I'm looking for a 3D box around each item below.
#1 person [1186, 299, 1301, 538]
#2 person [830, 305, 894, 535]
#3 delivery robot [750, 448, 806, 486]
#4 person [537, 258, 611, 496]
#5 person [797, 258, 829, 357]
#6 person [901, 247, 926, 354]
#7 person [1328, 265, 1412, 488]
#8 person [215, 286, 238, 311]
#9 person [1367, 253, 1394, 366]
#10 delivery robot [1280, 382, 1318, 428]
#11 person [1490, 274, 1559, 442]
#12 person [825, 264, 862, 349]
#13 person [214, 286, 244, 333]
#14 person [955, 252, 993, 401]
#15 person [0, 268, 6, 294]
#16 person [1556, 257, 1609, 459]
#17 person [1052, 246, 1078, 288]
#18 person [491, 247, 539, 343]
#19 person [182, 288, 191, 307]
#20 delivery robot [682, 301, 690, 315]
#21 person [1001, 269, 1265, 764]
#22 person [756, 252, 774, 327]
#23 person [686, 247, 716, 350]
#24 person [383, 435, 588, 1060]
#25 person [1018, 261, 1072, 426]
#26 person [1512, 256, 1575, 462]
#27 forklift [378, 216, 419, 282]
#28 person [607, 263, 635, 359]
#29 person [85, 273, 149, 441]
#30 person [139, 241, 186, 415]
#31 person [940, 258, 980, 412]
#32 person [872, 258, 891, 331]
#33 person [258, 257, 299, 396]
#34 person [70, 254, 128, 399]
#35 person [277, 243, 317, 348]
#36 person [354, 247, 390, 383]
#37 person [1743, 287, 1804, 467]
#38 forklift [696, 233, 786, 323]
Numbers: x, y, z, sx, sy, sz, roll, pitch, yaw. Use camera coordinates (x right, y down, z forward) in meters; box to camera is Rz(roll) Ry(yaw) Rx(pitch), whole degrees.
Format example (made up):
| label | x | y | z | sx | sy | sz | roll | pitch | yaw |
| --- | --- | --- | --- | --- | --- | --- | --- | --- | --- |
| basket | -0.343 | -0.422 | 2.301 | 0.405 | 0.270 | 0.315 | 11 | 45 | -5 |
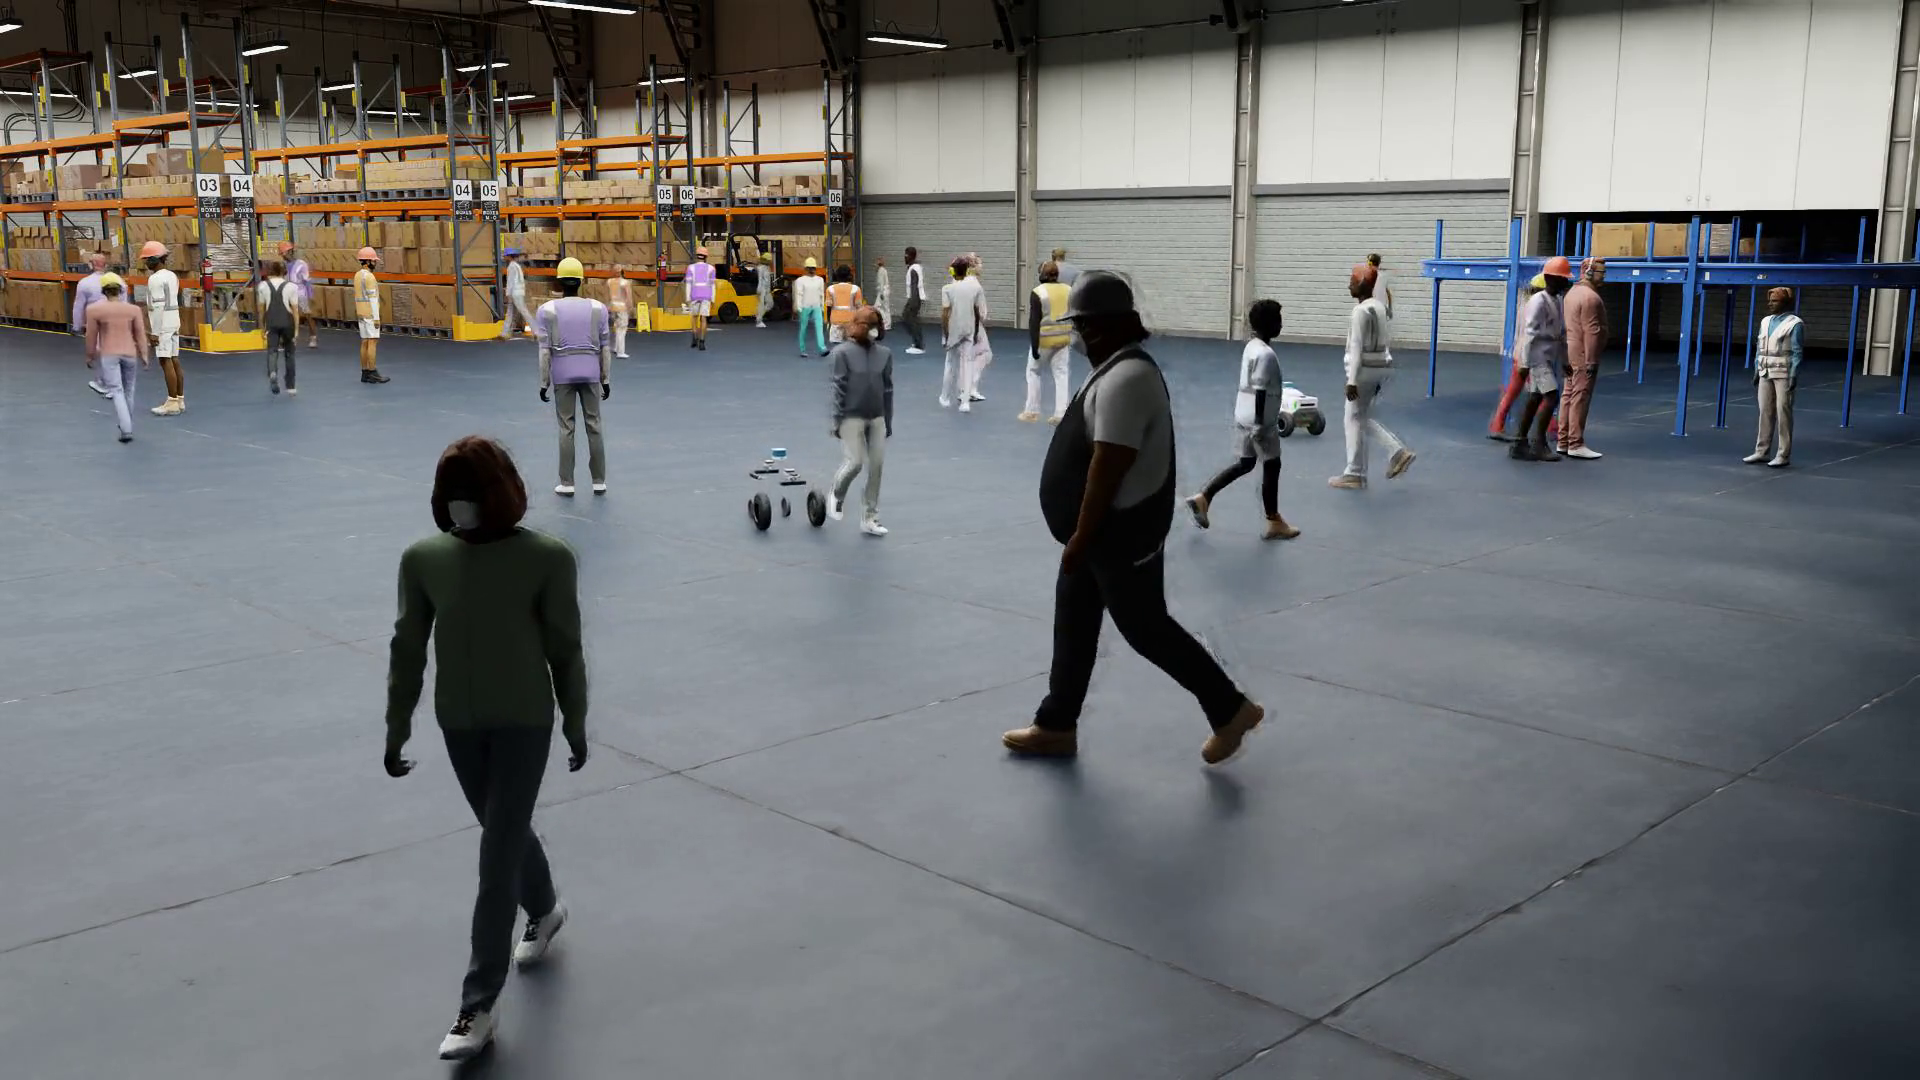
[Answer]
| label | x | y | z | sx | sy | sz | roll | pitch | yaw |
| --- | --- | --- | --- | --- | --- | --- | --- | --- | --- |
| person | 2.012 | -0.852 | 11.684 | 0.736 | 1.678 | 0.544 | 0 | 10 | -1 |
| person | -0.705 | -0.860 | 11.829 | 0.505 | 1.619 | 0.448 | -7 | 13 | -34 |
| delivery robot | -1.335 | -0.562 | 12.296 | 0.335 | 0.223 | 0.698 | -4 | 11 | -23 |
| person | -3.149 | -1.332 | 13.598 | 0.585 | 1.928 | 0.369 | -4 | 11 | -23 |
| person | -2.580 | -4.030 | 28.889 | 0.547 | 1.716 | 0.922 | -5 | 12 | -25 |
| person | -0.856 | -4.309 | 29.897 | 0.479 | 1.900 | 0.637 | 0 | 10 | -1 |
| person | 3.456 | -1.364 | 13.962 | 0.561 | 1.869 | 0.582 | 6 | 12 | 28 |
| person | -15.946 | -5.415 | 36.099 | 0.633 | 1.841 | 0.429 | 5 | 11 | 25 |
| person | 6.839 | -3.757 | 27.147 | 0.508 | 1.823 | 0.882 | -6 | 12 | -29 |
| delivery robot | 3.516 | -1.454 | 17.869 | 0.477 | 0.478 | 0.707 | -5 | 11 | -26 |
| person | 5.877 | -1.838 | 16.917 | 0.913 | 1.708 | 0.537 | 4 | 11 | 19 |
| person | -1.673 | -3.134 | 24.044 | 0.539 | 1.698 | 0.318 | 0 | 10 | 2 |
| person | -15.913 | -5.437 | 36.182 | 1.008 | 1.877 | 0.588 | 6 | 12 | 32 |
| person | 0.165 | -2.713 | 21.240 | 0.449 | 1.890 | 0.652 | -3 | 11 | -18 |
| person | -22.239 | -5.805 | 38.115 | 0.996 | 1.890 | 0.546 | 10 | 14 | 42 |
| person | 5.983 | -1.744 | 15.912 | 0.401 | 1.904 | 0.649 | 0 | 10 | 2 |
| person | 1.580 | -3.859 | 27.392 | 0.661 | 1.919 | 0.625 | -6 | 12 | -30 |
| person | -8.755 | -4.831 | 32.831 | 1.024 | 1.883 | 0.706 | -1 | 10 | -4 |
| person | -19.626 | -6.448 | 41.827 | 0.622 | 1.800 | 0.916 | -8 | 13 | -37 |
| delivery robot | -6.702 | -5.507 | 39.961 | 0.477 | 0.478 | 0.707 | -9 | 14 | -40 |
| person | 0.706 | -0.091 | 6.642 | 0.984 | 2.000 | 0.681 | 0 | 10 | -2 |
| person | -4.520 | -5.780 | 38.437 | 0.445 | 1.708 | 0.587 | 3 | 11 | 18 |
| person | -4.817 | -4.509 | 31.016 | 0.539 | 1.889 | 0.678 | -1 | 10 | -4 |
| person | -1.285 | 0.499 | 4.545 | 0.520 | 1.587 | 0.869 | 2 | 11 | 10 |
| person | 0.963 | -2.209 | 18.670 | 0.645 | 1.813 | 0.756 | -6 | 12 | -31 |
| person | 5.499 | -1.682 | 15.555 | 0.684 | 1.911 | 0.557 | 8 | 13 | 36 |
| forklift | -17.868 | -9.201 | 54.028 | 1.873 | 2.768 | 1.129 | -10 | 14 | -44 |
| person | -5.838 | -3.954 | 28.718 | 0.542 | 1.623 | 0.436 | 7 | 12 | 33 |
| person | -8.764 | -1.902 | 17.275 | 0.541 | 1.720 | 0.891 | -10 | 14 | -42 |
| person | -9.466 | -2.515 | 19.739 | 0.372 | 2.044 | 0.608 | -1 | 10 | -7 |
| person | -0.019 | -2.490 | 20.192 | 0.520 | 1.828 | 0.873 | -2 | 11 | -13 |
| person | -1.726 | -5.440 | 36.843 | 0.402 | 1.614 | 0.616 | 1 | 10 | 8 |
| person | -8.924 | -2.787 | 21.802 | 0.516 | 1.828 | 0.726 | -2 | 11 | -12 |
| person | -11.258 | -2.788 | 21.740 | 0.988 | 1.857 | 0.643 | 6 | 12 | 28 |
| person | -12.359 | -4.536 | 30.946 | 0.709 | 1.955 | 1.059 | 2 | 11 | 11 |
| person | -8.510 | -3.248 | 24.021 | 0.359 | 1.936 | 0.552 | -9 | 14 | -41 |
| person | 7.511 | -1.499 | 15.299 | 0.310 | 1.638 | 0.523 | -3 | 11 | -15 |
| forklift | -5.496 | -6.489 | 41.108 | 2.313 | 2.155 | 1.214 | -10 | 14 | -44 |
